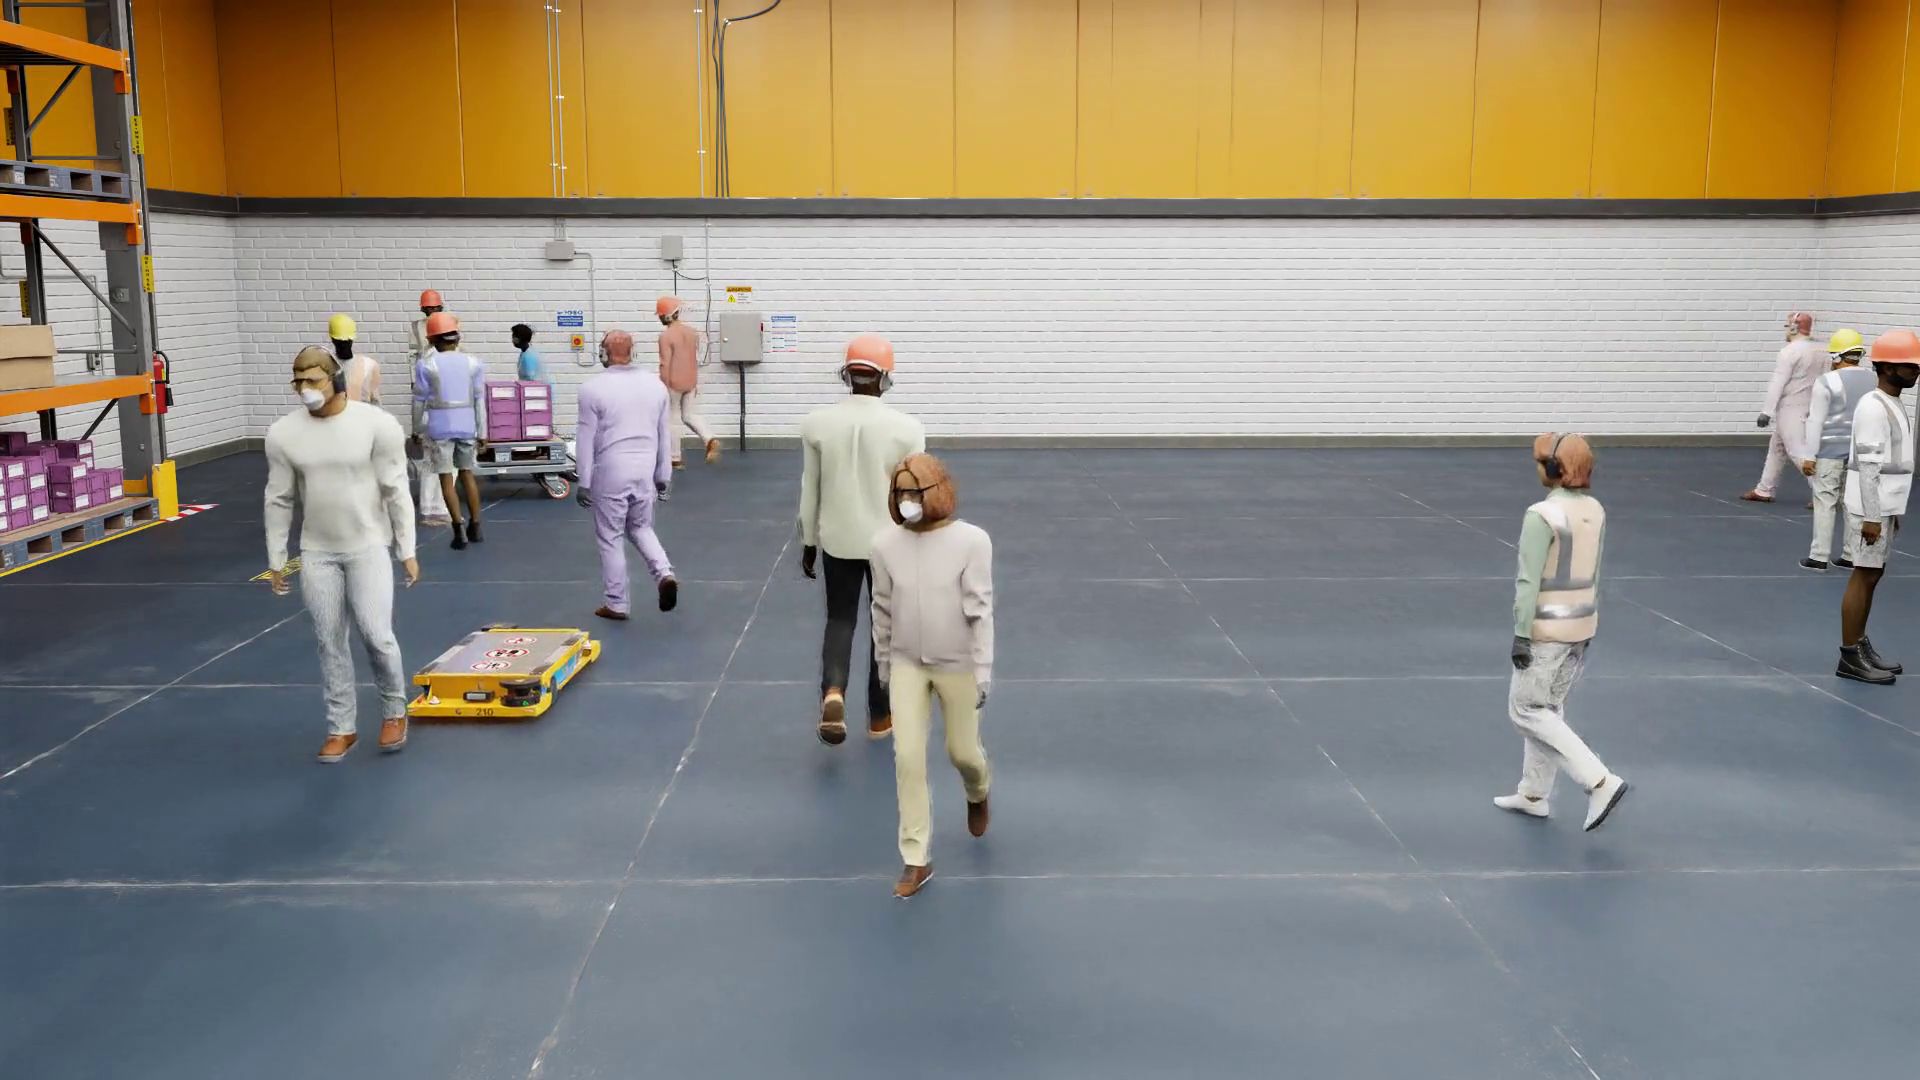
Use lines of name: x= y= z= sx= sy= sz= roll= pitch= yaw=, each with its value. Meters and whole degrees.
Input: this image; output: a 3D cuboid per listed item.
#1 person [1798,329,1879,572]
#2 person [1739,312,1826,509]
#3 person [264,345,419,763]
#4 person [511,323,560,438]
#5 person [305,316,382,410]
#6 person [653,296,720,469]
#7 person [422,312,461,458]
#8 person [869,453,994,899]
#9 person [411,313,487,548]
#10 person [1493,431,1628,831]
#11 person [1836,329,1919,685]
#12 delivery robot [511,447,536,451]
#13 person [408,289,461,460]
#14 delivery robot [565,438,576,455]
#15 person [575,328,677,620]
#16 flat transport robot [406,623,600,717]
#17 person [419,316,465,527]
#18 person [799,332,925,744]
person: x=6.583 y=-0.662 z=12.453 sx=0.586 sy=1.824 sz=0.404 roll=-2 pitch=10 yaw=-14
person: x=7.967 y=-1.235 z=15.833 sx=0.646 sy=1.869 sz=0.958 roll=-8 pitch=12 yaw=-40
person: x=-2.847 y=0.065 z=7.657 sx=0.680 sy=1.925 sz=0.408 roll=0 pitch=9 yaw=2
person: x=-4.727 y=-1.606 z=18.702 sx=0.603 sy=1.664 sz=0.556 roll=-4 pitch=10 yaw=-23
person: x=-5.034 y=-0.889 z=13.642 sx=0.610 sy=1.884 sz=0.851 roll=-4 pitch=10 yaw=-23
person: x=-3.093 y=-1.753 z=18.695 sx=0.750 sy=1.963 sz=0.639 roll=6 pitch=11 yaw=32
person: x=-5.670 y=-1.596 z=18.229 sx=0.607 sy=1.798 sz=0.605 roll=7 pitch=12 yaw=37
person: x=-0.082 y=0.461 z=6.209 sx=0.508 sy=1.604 sz=0.698 roll=3 pitch=10 yaw=17
person: x=-4.149 y=-0.887 z=13.555 sx=0.558 sy=1.905 sz=0.645 roll=-7 pitch=12 yaw=-37
person: x=2.436 y=0.375 z=6.683 sx=0.526 sy=1.620 sz=0.554 roll=-8 pitch=12 yaw=-40
person: x=5.080 y=-0.185 z=9.162 sx=0.360 sy=1.938 sz=0.546 roll=7 pitch=12 yaw=37
delivery robot: x=-4.687 y=-0.946 z=17.771 sx=0.707 sy=0.478 sz=0.477 roll=-2 pitch=9 yaw=-14
person: x=-6.171 y=-1.929 z=19.580 sx=0.608 sy=2.033 sz=0.410 roll=-1 pitch=9 yaw=-6
delivery robot: x=-3.971 y=-0.975 z=17.949 sx=0.707 sy=0.478 sz=0.477 roll=-5 pitch=11 yaw=-31
person: x=-2.131 y=-0.405 z=10.667 sx=0.658 sy=1.893 sz=0.542 roll=-9 pitch=13 yaw=-43
flat transport robot: x=-2.421 y=0.682 z=8.944 sx=0.652 sy=0.197 sz=1.431 roll=0 pitch=9 yaw=1
person: x=-4.581 y=-1.042 z=14.667 sx=0.441 sy=1.866 sz=0.586 roll=-3 pitch=10 yaw=-20
person: x=-0.461 y=0.014 z=7.838 sx=0.629 sy=1.972 sz=0.681 roll=2 pitch=9 yaw=10
